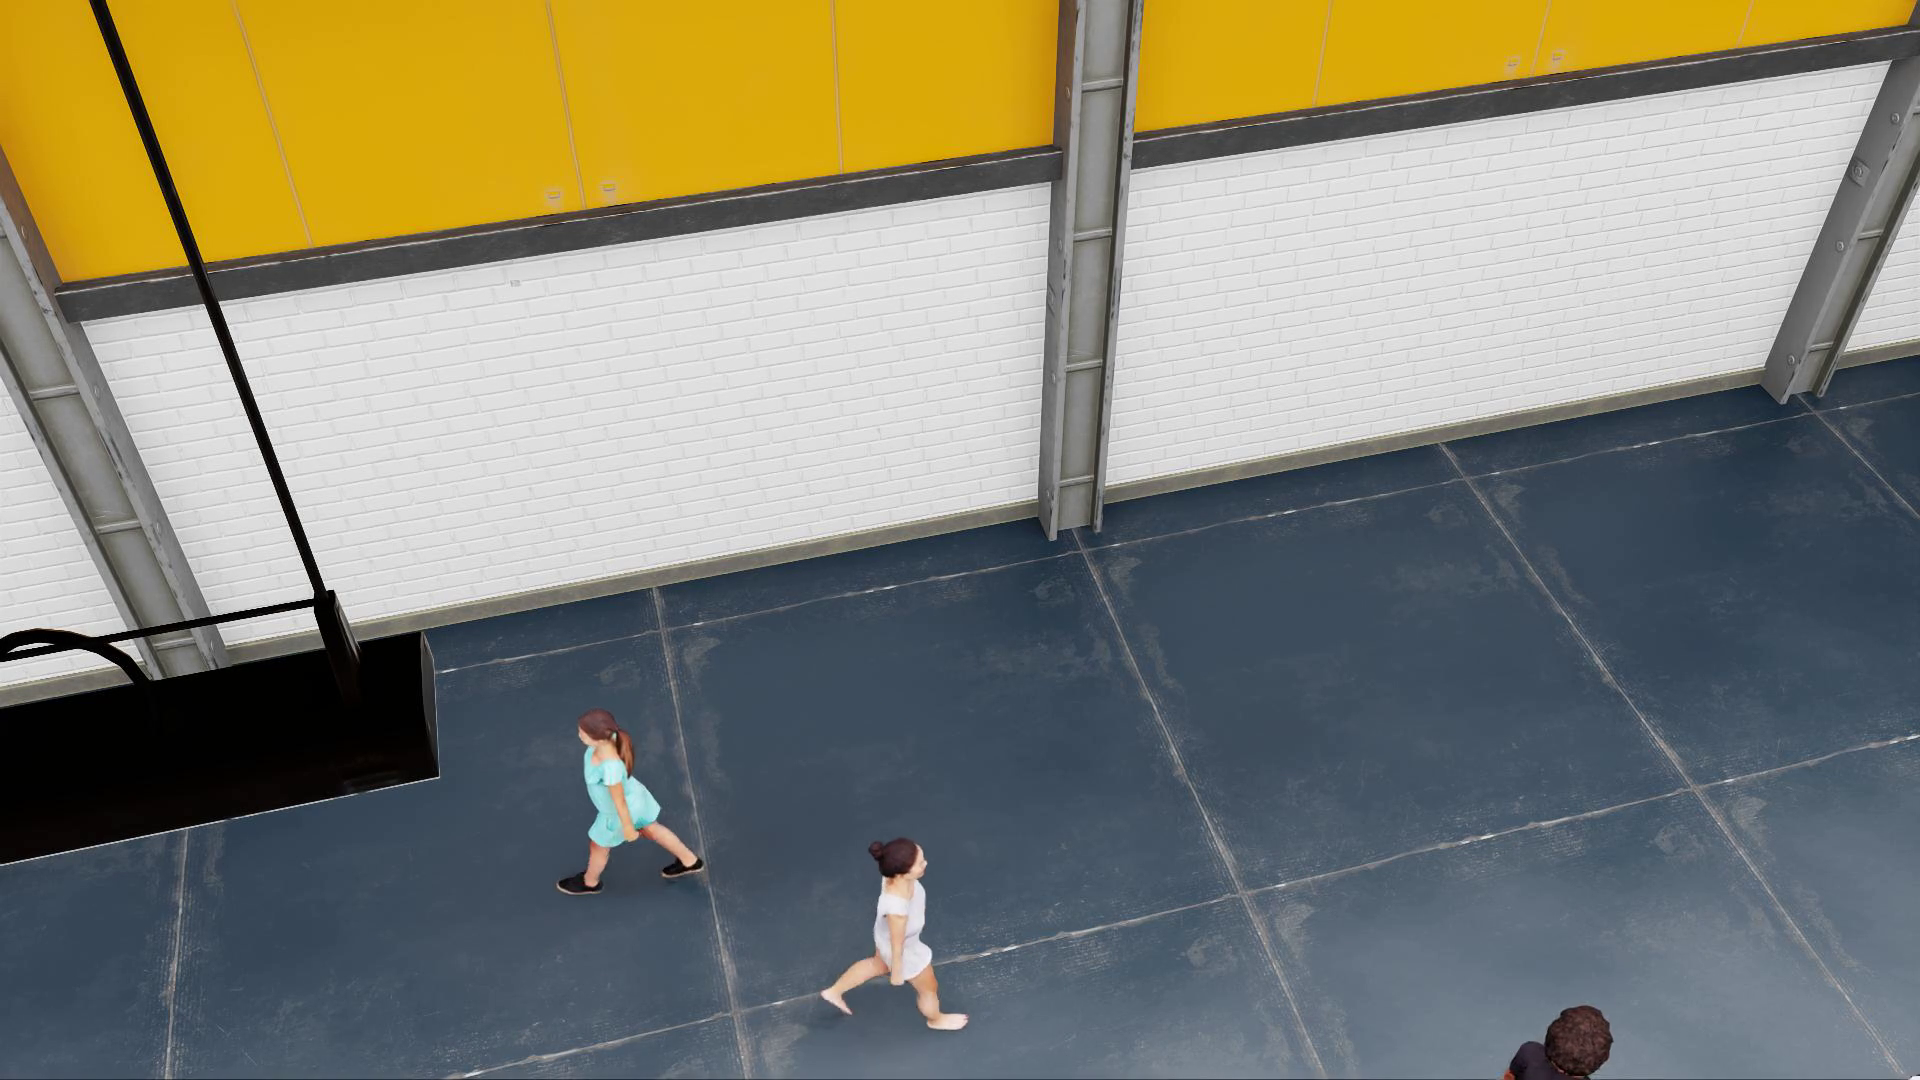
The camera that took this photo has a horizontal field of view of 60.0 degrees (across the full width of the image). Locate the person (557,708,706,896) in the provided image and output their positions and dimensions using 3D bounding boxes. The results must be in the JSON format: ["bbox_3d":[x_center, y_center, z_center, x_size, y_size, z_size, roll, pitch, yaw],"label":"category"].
[{"bbox_3d":[-1.815,1.469,9.276,1.108,1.518,0.674,-4,44,-5],"label":"person"}]

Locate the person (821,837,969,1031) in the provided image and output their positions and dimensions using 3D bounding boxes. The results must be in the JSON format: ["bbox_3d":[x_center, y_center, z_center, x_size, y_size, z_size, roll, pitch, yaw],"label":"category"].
[{"bbox_3d":[-0.394,2.064,8.600,1.072,1.590,0.719,-2,44,-2],"label":"person"}]

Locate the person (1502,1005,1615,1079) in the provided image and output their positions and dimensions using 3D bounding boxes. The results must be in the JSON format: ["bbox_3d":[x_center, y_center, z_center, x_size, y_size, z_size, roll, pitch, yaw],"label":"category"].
[{"bbox_3d":[2.603,2.819,7.692,1.074,1.748,1.236,28,50,27],"label":"person"}]
